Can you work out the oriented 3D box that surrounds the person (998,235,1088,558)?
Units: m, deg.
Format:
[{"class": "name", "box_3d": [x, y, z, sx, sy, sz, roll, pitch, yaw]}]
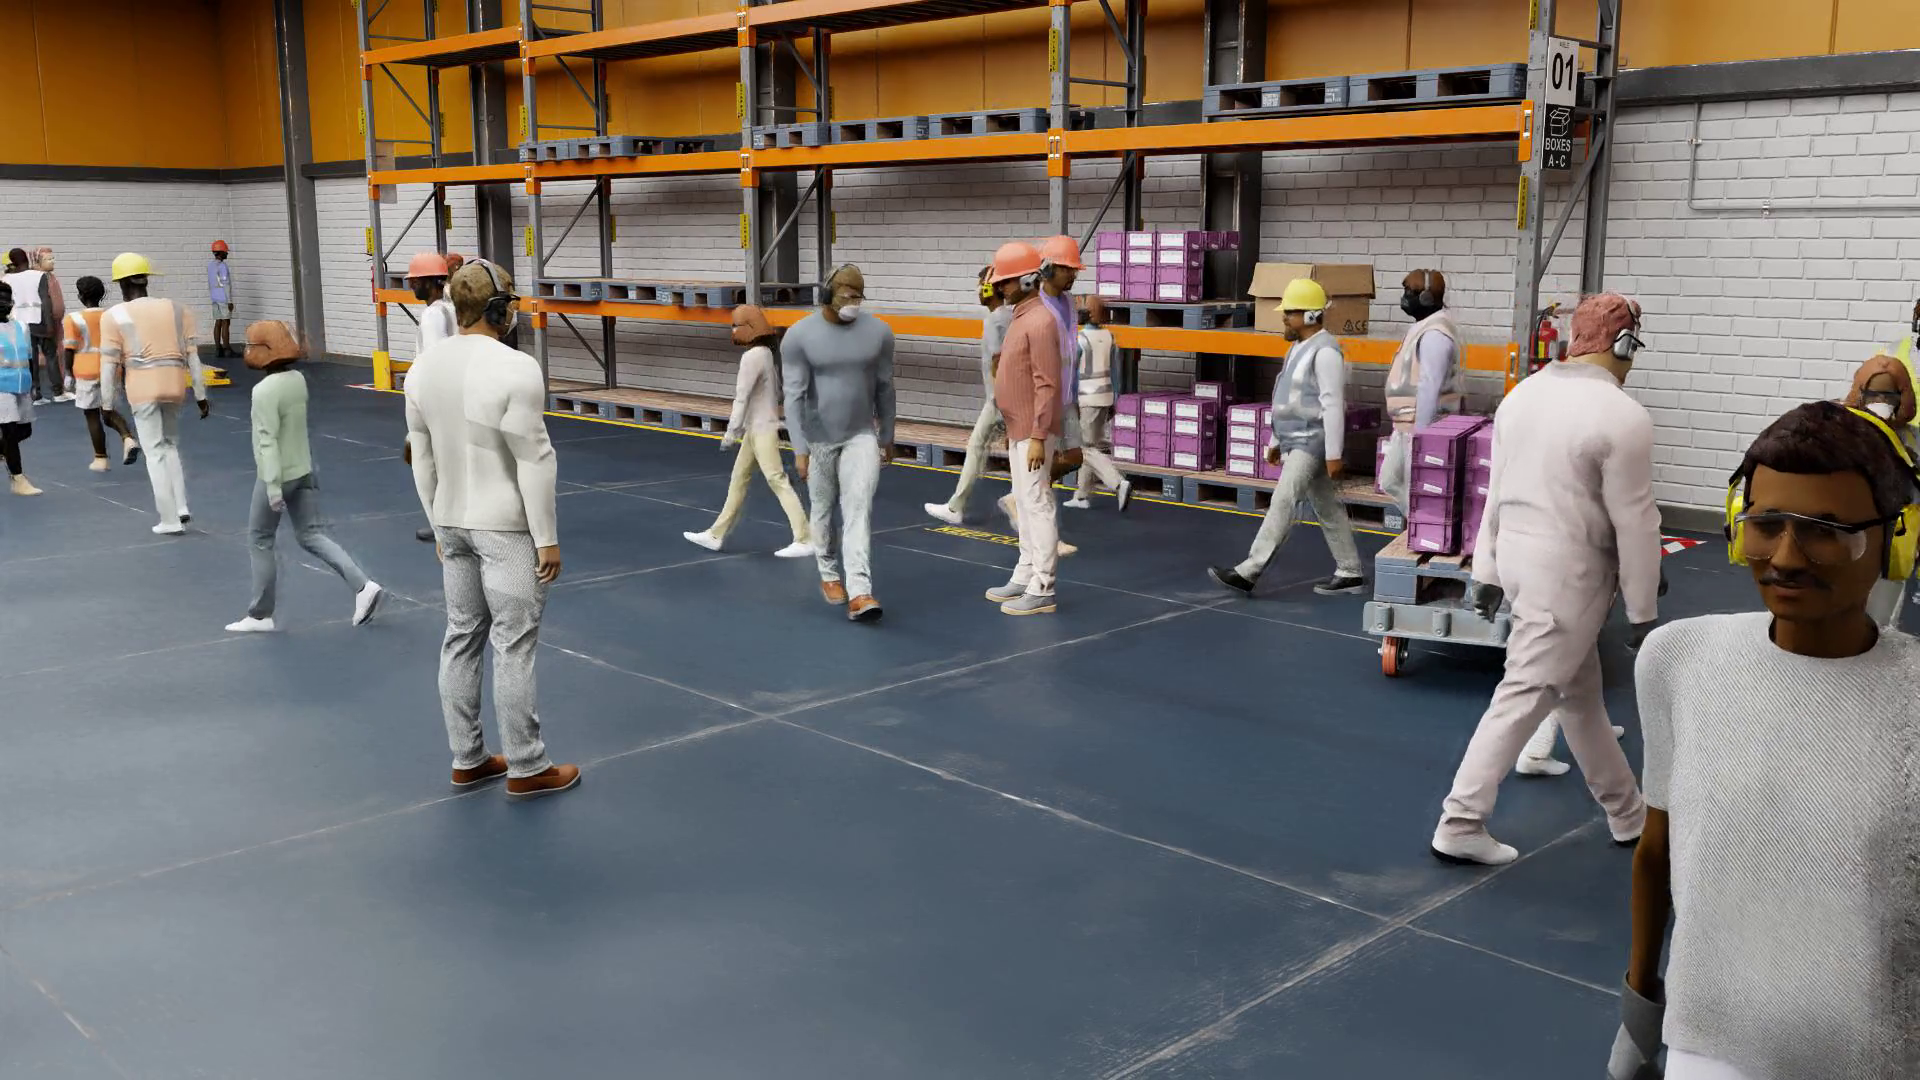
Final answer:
[{"class": "person", "box_3d": [0.528, -0.904, 10.521, 0.578, 2.023, 0.625, 7, 12, 33]}]

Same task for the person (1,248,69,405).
[{"class": "person", "box_3d": [-11.140, -2.567, 20.020, 0.684, 1.859, 0.708, 0, 10, 0]}]

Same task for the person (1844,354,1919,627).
[{"class": "person", "box_3d": [3.458, 0.077, 6.382, 0.507, 1.583, 0.889, 5, 11, 23]}]

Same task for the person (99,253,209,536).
[{"class": "person", "box_3d": [-5.464, -0.980, 11.257, 0.549, 1.897, 0.631, 7, 13, 35]}]

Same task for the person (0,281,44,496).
[{"class": "person", "box_3d": [-7.495, -1.182, 12.979, 0.672, 1.679, 0.536, 4, 11, 19]}]

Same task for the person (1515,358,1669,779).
[{"class": "person", "box_3d": [2.396, 0.088, 6.245, 0.776, 1.606, 0.532, -5, 11, -24]}]

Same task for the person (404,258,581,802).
[{"class": "person", "box_3d": [-1.683, -0.028, 5.972, 0.627, 1.941, 0.370, 6, 12, 29]}]

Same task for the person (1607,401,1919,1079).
[{"class": "person", "box_3d": [1.123, 0.716, 2.248, 0.542, 1.819, 0.973, 9, 14, 41]}]

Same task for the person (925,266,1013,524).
[{"class": "person", "box_3d": [0.247, -0.973, 11.506, 0.995, 1.800, 0.500, 6, 12, 29]}]

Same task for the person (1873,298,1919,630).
[{"class": "person", "box_3d": [4.597, -0.298, 7.882, 0.633, 1.795, 0.979, 8, 13, 38]}]

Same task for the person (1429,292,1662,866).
[{"class": "person", "box_3d": [1.960, 0.140, 5.325, 0.987, 1.841, 0.656, -2, 11, -11]}]

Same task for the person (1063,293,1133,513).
[{"class": "person", "box_3d": [0.995, -0.979, 12.079, 0.696, 1.612, 0.533, 9, 14, 42]}]

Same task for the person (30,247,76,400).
[{"class": "person", "box_3d": [-11.230, -2.637, 20.342, 0.672, 1.883, 0.653, -1, 10, -4]}]

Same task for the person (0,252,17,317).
[{"class": "person", "box_3d": [-13.060, -3.065, 22.942, 0.912, 1.781, 0.623, 5, 12, 27]}]

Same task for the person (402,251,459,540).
[{"class": "person", "box_3d": [-3.475, -0.935, 10.979, 0.517, 1.915, 0.564, 0, 10, -1]}]

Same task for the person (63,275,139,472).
[{"class": "person", "box_3d": [-7.350, -1.411, 14.202, 0.416, 1.685, 0.539, 6, 12, 30]}]

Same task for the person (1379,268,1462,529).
[{"class": "person", "box_3d": [2.688, -0.664, 9.729, 0.442, 1.832, 0.649, 2, 11, 9]}]

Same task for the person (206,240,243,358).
[{"class": "person", "box_3d": [-12.203, -3.982, 27.536, 0.542, 1.939, 0.366, 8, 13, 38]}]

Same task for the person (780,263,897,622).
[{"class": "person", "box_3d": [-0.615, -0.515, 8.812, 0.639, 1.866, 1.006, -3, 11, -15]}]

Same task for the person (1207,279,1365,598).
[{"class": "person", "box_3d": [1.865, -0.551, 9.264, 0.928, 1.777, 0.620, 0, 10, -1]}]

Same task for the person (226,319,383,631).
[{"class": "person", "box_3d": [-3.385, -0.317, 8.454, 0.740, 1.611, 0.504, 1, 10, 6]}]

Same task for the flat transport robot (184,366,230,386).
[{"class": "flat transport robot", "box_3d": [-10.443, -2.236, 22.566, 0.652, 0.197, 1.431, -8, 13, -37]}]

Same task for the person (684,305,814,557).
[{"class": "person", "box_3d": [-1.320, -0.672, 10.443, 0.866, 1.581, 0.502, 0, 10, 2]}]

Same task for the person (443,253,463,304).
[{"class": "person", "box_3d": [-5.201, -2.053, 17.302, 0.989, 1.831, 0.595, 5, 12, 26]}]

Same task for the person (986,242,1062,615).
[{"class": "person", "box_3d": [0.344, -0.592, 8.925, 0.403, 1.984, 0.612, -2, 11, -9]}]
